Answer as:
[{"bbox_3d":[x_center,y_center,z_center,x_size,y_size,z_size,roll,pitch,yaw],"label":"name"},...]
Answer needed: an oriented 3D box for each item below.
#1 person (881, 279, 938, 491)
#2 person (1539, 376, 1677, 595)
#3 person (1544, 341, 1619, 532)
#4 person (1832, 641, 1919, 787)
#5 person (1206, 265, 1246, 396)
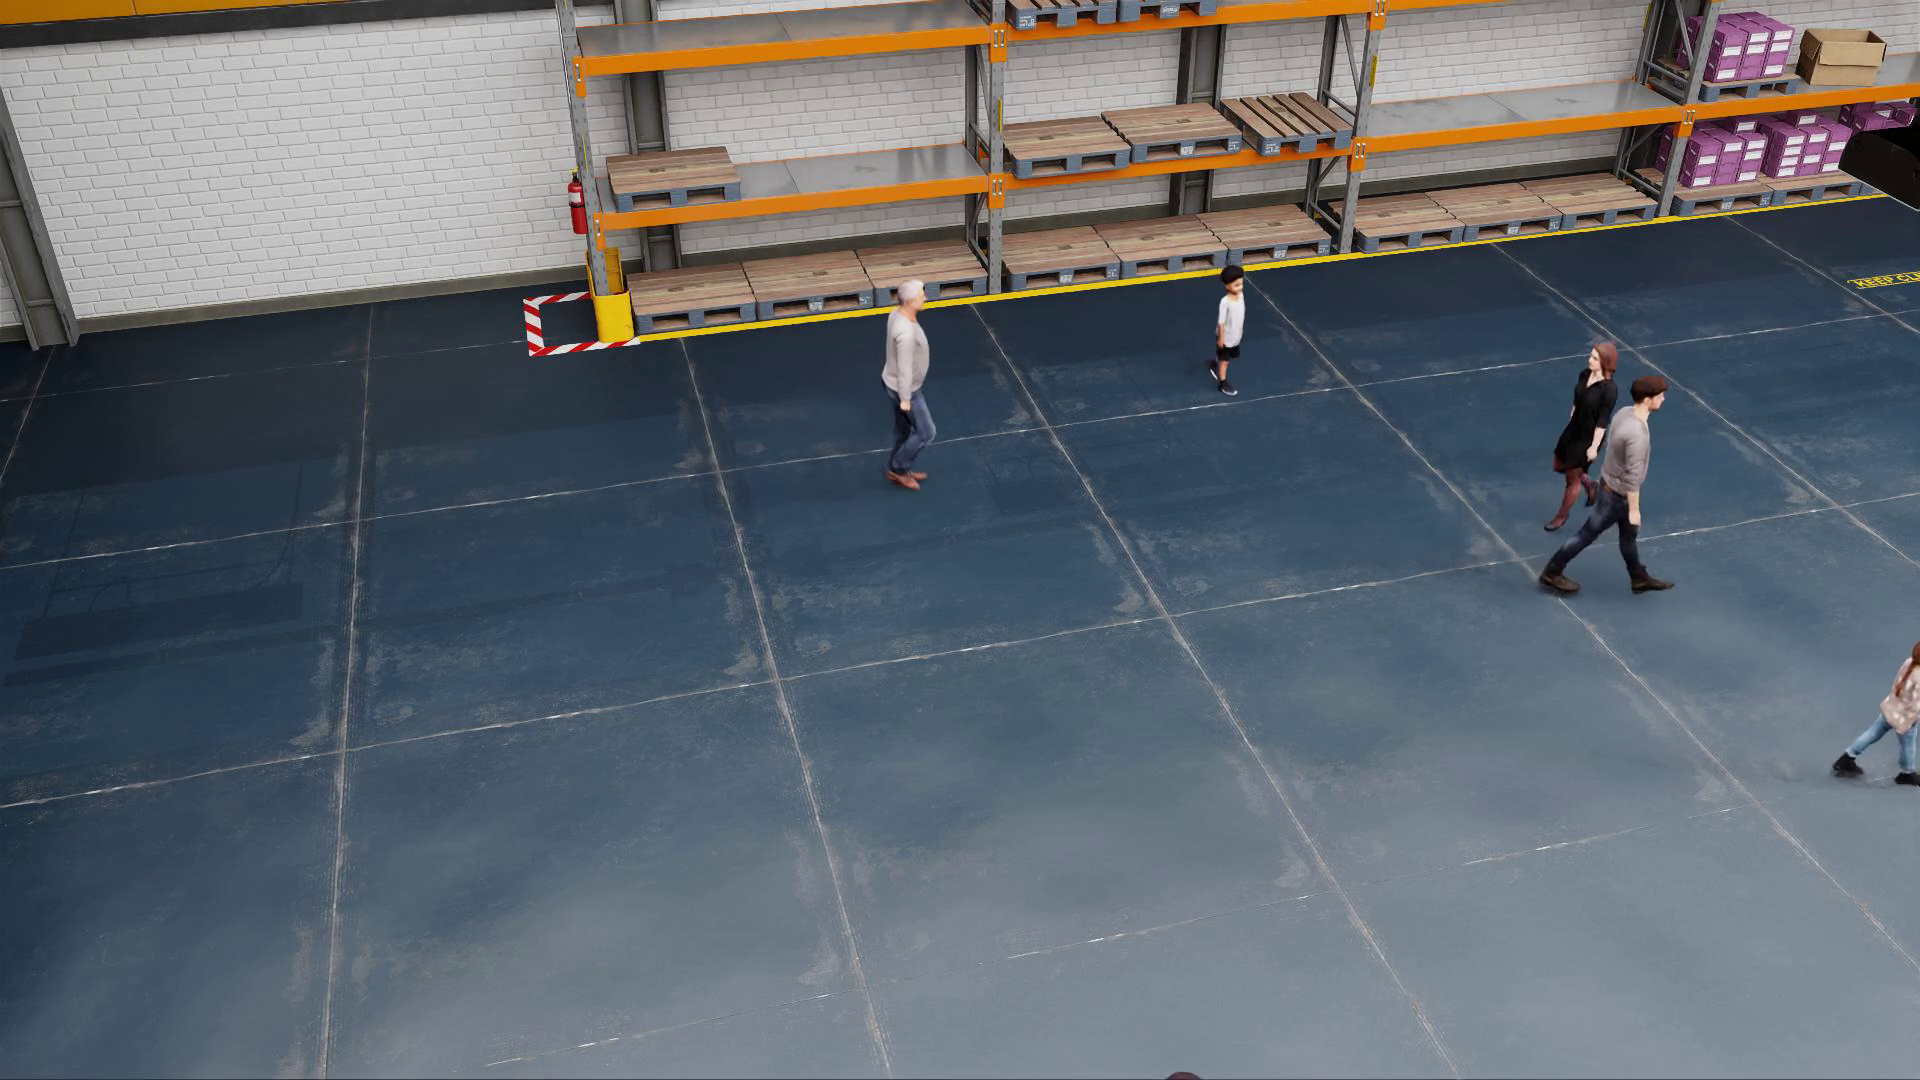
[{"bbox_3d":[-0.530,-1.259,13.708,0.649,1.895,0.739,-7,34,-10],"label":"person"},{"bbox_3d":[4.800,-0.359,12.389,1.334,1.855,1.128,9,35,13],"label":"person"},{"bbox_3d":[5.029,-0.813,13.222,0.741,1.690,0.593,-10,35,-14],"label":"person"},{"bbox_3d":[6.054,1.109,10.797,0.867,1.172,0.624,2,34,3],"label":"person"},{"bbox_3d":[2.440,-1.965,15.350,0.705,1.253,0.670,28,43,35],"label":"person"}]
